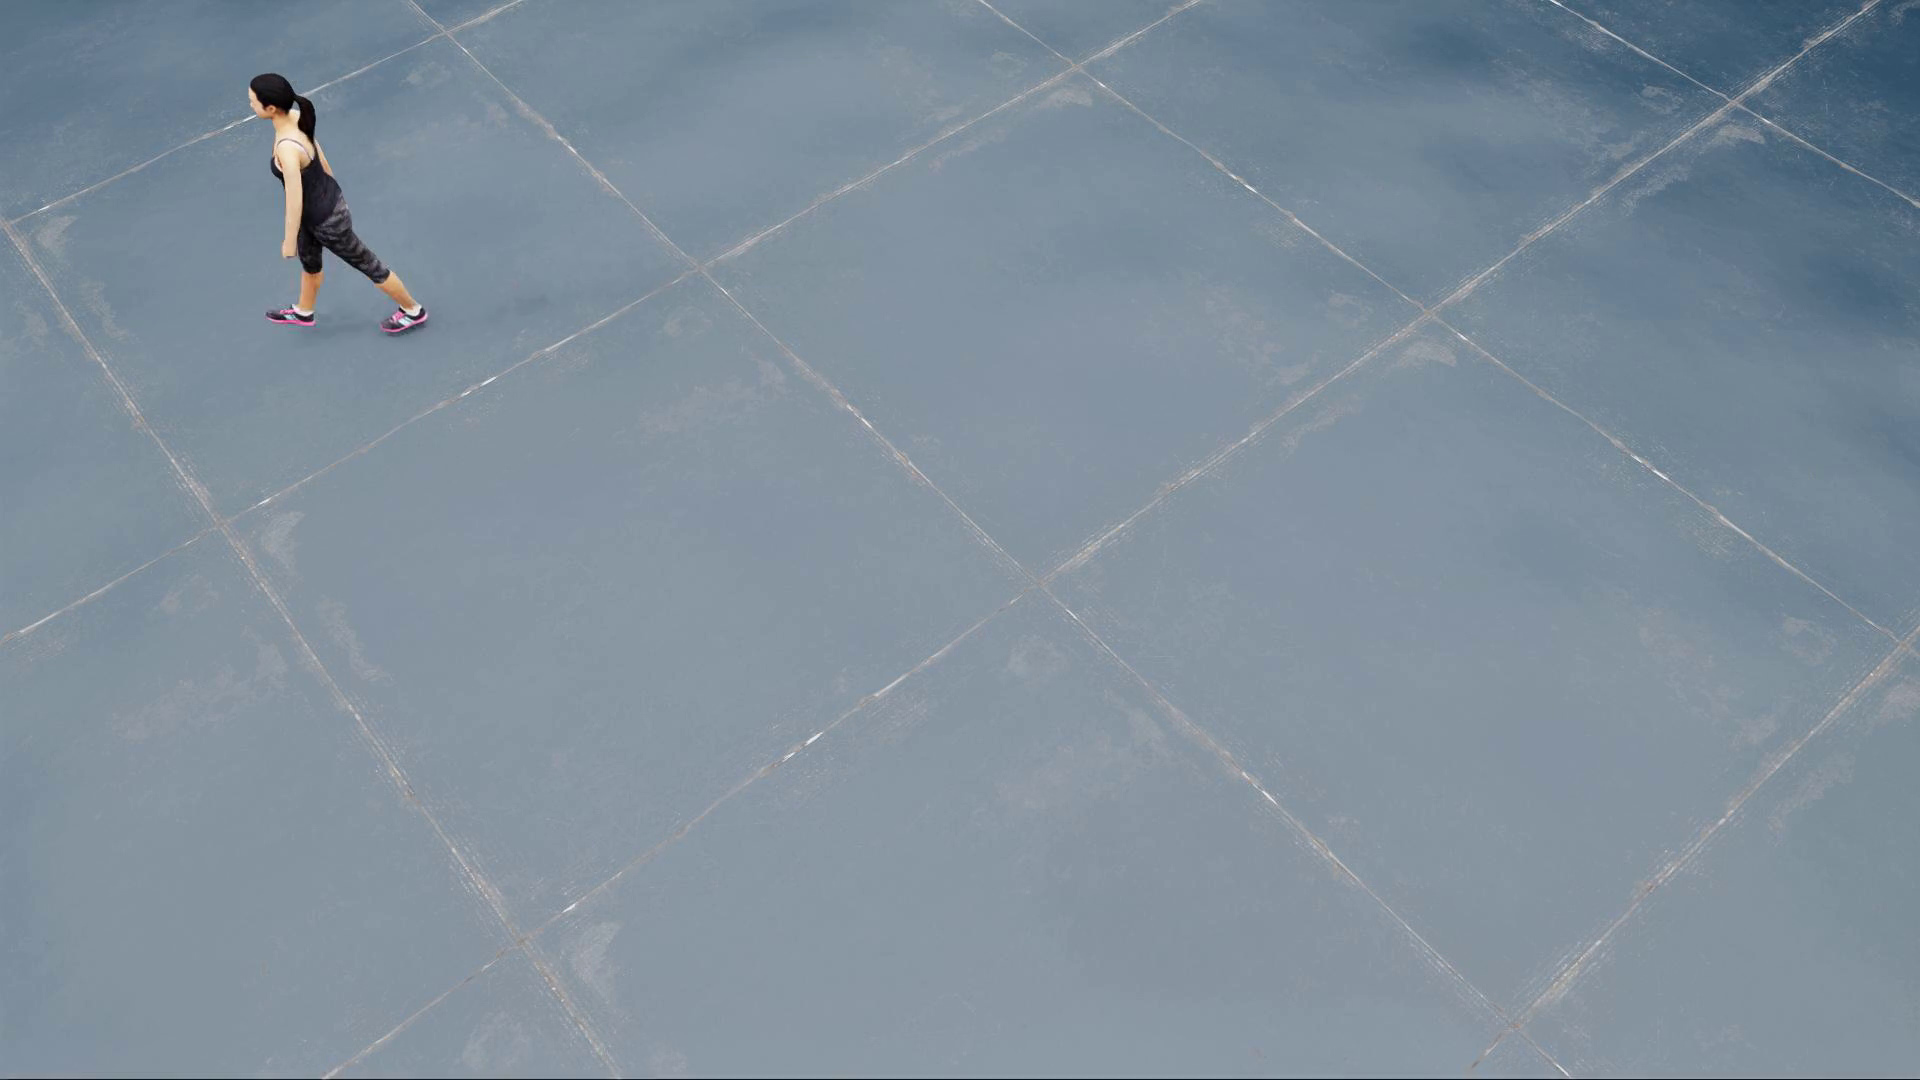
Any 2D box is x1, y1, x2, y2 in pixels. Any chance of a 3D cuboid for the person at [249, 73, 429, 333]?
[{"bbox_3d":[-3.255,-1.718,8.802,1.163,1.692,0.899,-12,53,-9],"label":"person"}]
